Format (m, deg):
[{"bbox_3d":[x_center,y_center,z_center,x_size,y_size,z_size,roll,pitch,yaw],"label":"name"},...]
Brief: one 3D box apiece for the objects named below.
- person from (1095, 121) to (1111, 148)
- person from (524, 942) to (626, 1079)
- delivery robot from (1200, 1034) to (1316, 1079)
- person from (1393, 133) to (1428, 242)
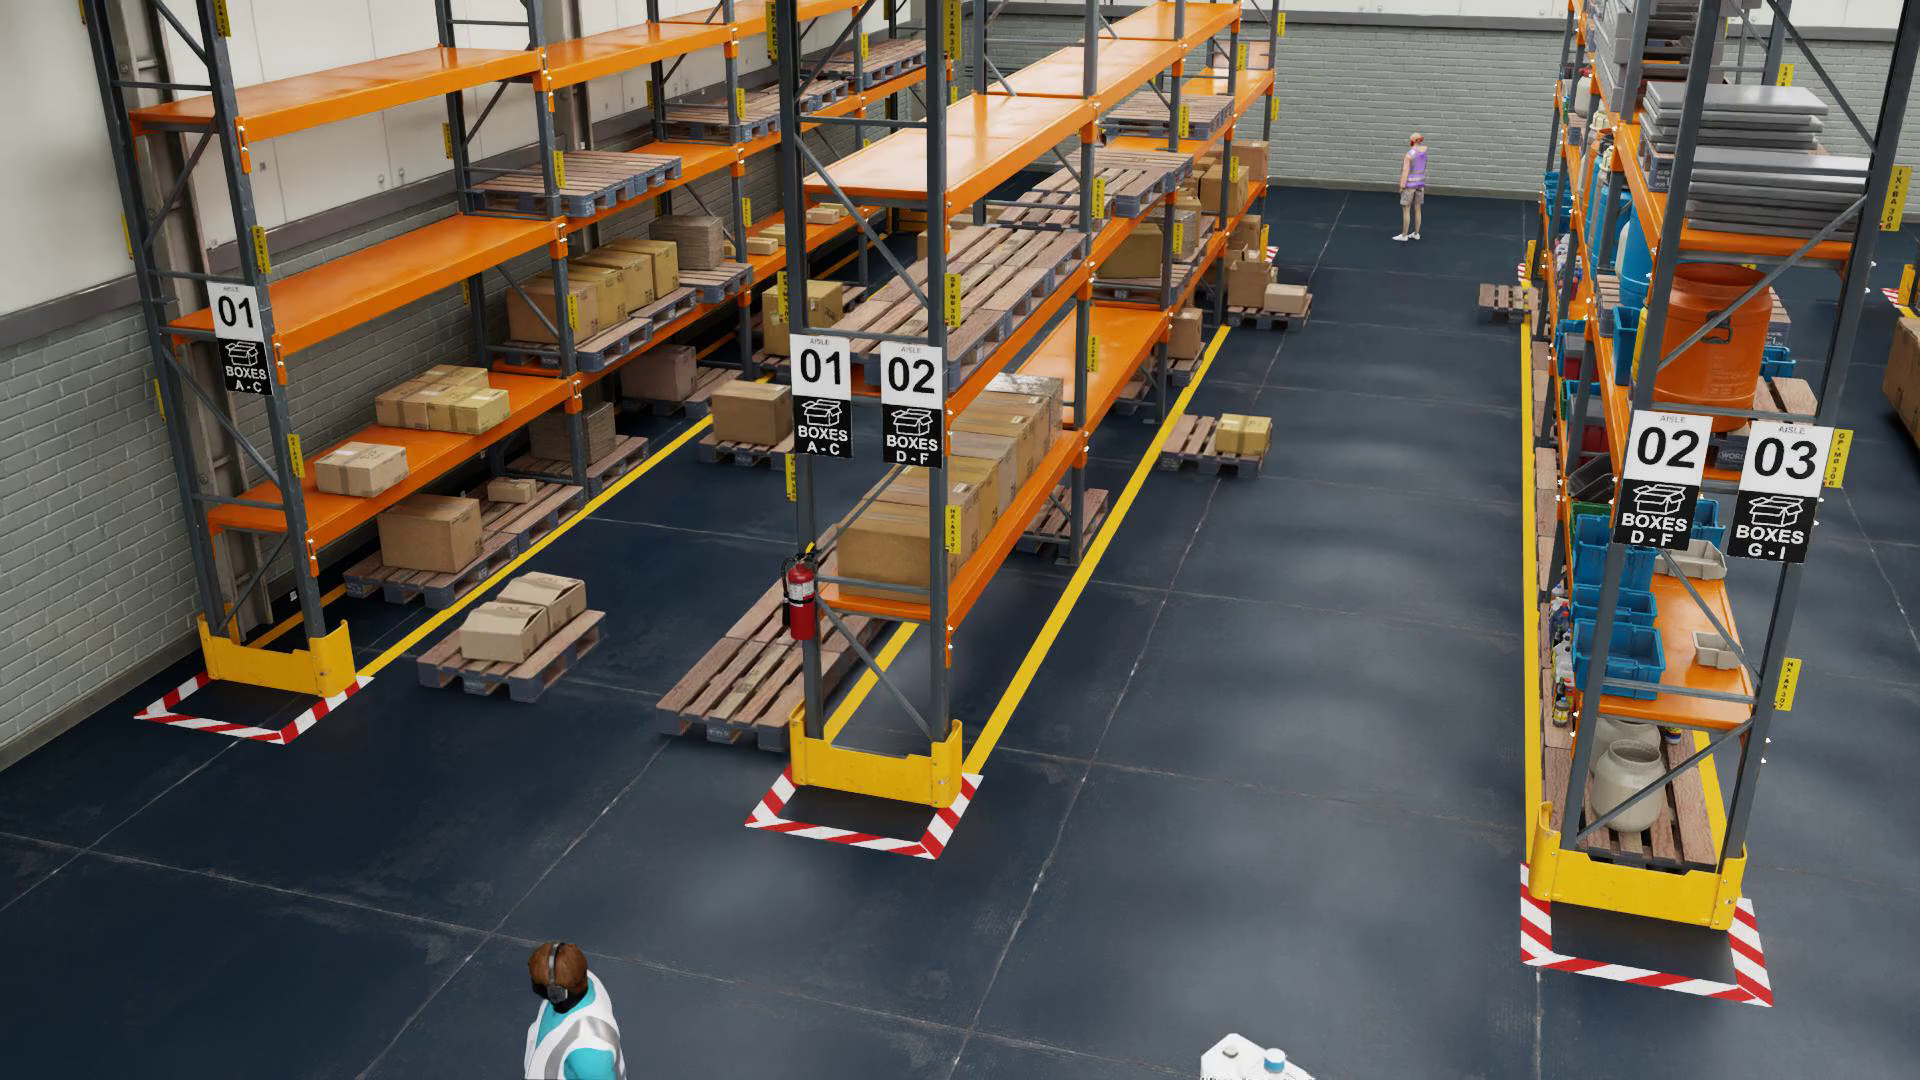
[{"bbox_3d":[2.220,-5.882,26.911,0.540,1.766,0.475,-19,30,-37],"label":"person"},{"bbox_3d":[-1.671,2.537,7.309,0.431,1.841,0.623,-9,25,-20],"label":"person"},{"bbox_3d":[1.531,2.804,8.320,0.782,0.603,0.499,21,31,40],"label":"delivery robot"},{"bbox_3d":[7.156,-5.576,26.315,0.489,1.688,0.352,-14,27,-29],"label":"person"}]
